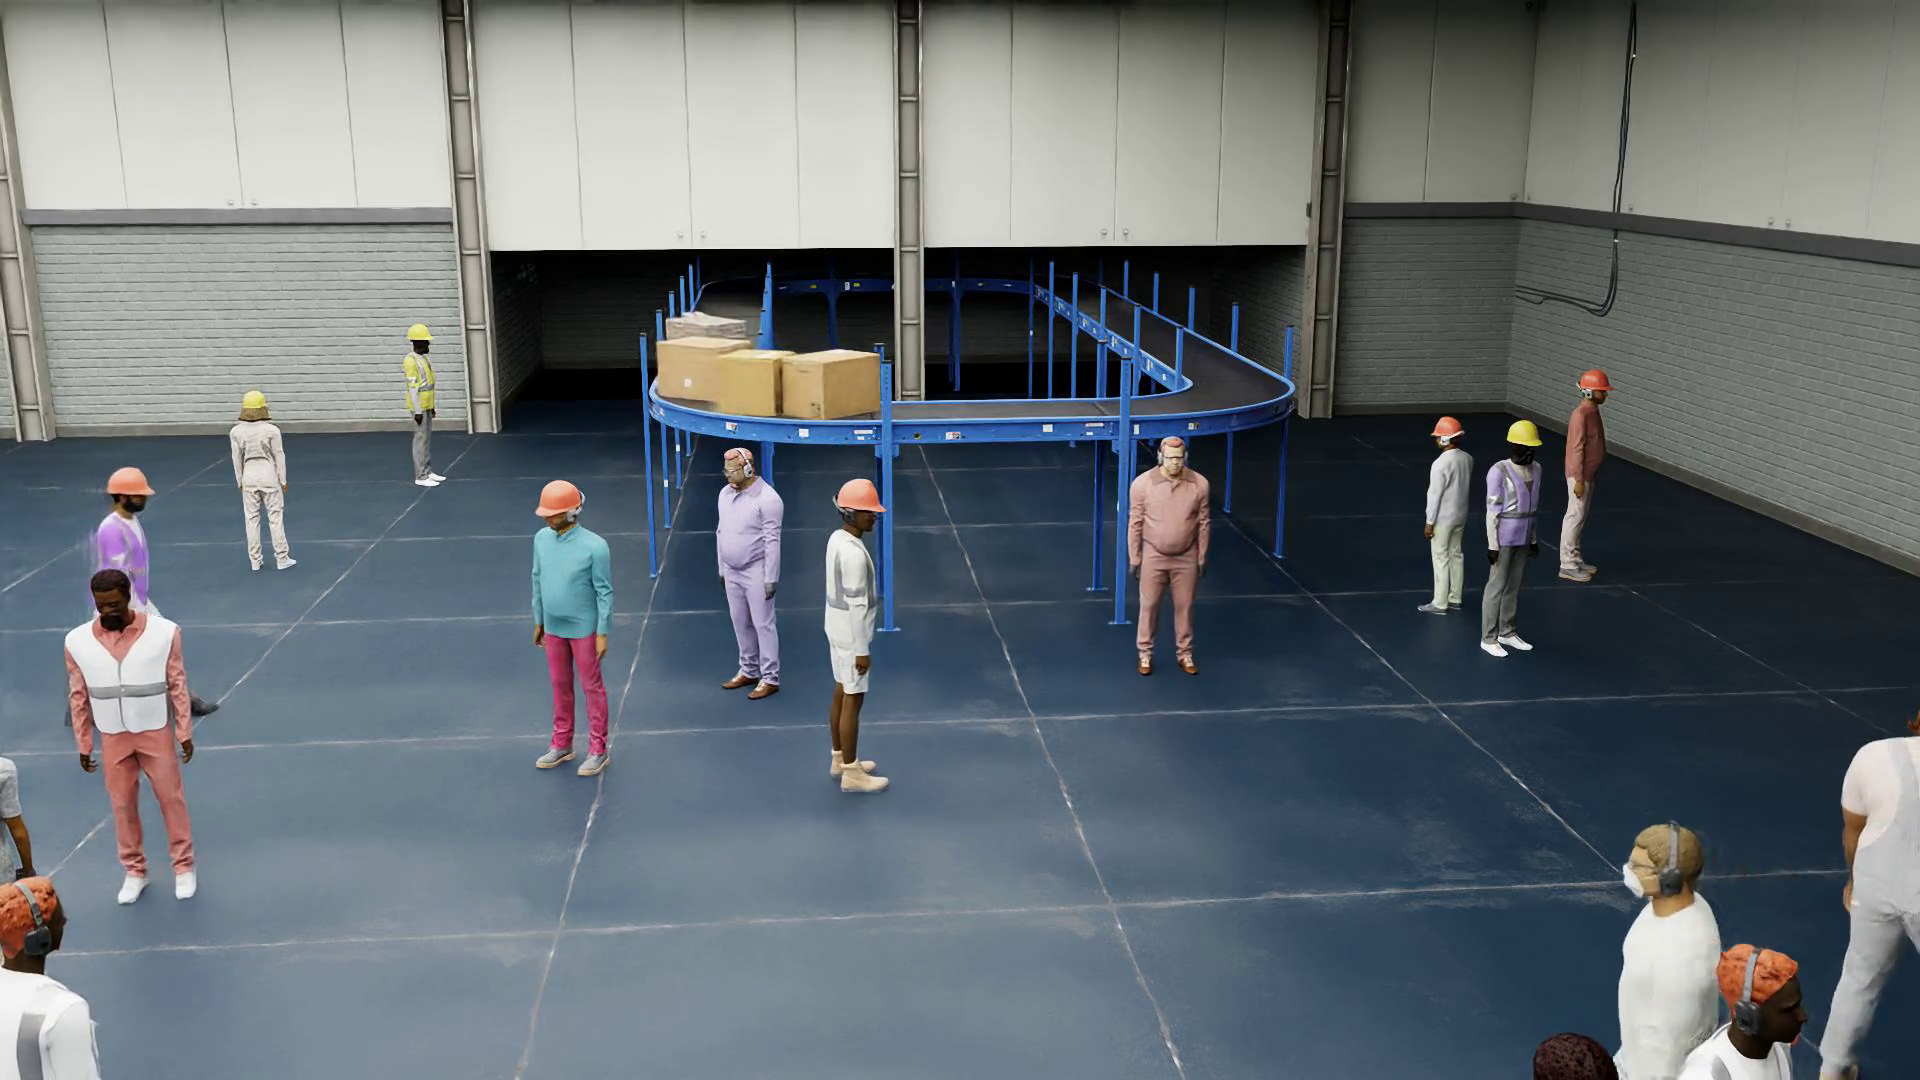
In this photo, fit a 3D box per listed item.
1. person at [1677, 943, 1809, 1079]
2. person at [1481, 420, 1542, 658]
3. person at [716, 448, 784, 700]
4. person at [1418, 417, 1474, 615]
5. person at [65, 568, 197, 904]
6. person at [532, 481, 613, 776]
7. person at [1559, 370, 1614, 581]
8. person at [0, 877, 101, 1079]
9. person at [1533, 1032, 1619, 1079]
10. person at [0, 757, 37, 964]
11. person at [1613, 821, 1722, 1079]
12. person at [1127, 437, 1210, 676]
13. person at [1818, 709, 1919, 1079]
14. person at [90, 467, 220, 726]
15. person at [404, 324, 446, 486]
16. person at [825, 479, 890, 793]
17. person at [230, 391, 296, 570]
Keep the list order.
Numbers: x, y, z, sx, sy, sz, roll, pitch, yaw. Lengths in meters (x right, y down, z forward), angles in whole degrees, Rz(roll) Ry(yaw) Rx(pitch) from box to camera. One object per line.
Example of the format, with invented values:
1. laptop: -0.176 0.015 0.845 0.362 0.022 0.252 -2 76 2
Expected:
1. person: 2.326 2.106 5.047 0.354 1.884 0.576 13 19 42
2. person: 4.484 -0.020 13.466 0.589 1.927 0.368 -10 17 -34
3. person: -1.607 0.238 12.513 0.651 1.894 0.401 12 18 39
4. person: 4.259 -0.219 14.636 0.568 1.743 0.354 -13 19 -41
5. person: -4.554 1.062 9.183 0.600 1.907 0.387 -4 15 -15
6. person: -2.574 0.574 10.969 0.608 1.986 0.391 6 15 24
7. person: 5.912 -0.621 15.733 0.382 1.995 0.612 8 16 30
8. person: -2.992 2.002 5.468 0.575 1.881 0.356 7 15 24
9. person: 1.568 2.208 4.592 0.587 1.911 0.397 -7 16 -27
10. person: -4.354 1.537 7.352 0.515 1.872 0.328 -5 15 -20
11. person: 2.540 1.904 5.818 0.788 1.918 0.633 5 15 19
12. person: 1.619 0.131 12.922 0.639 1.900 0.401 0 14 -1
13. person: 4.156 1.500 7.151 0.535 2.000 0.683 -11 18 -38
14. person: -5.943 0.415 11.849 0.984 1.886 0.550 -1 14 -5
15. person: -6.396 -1.609 19.823 0.370 1.927 0.588 -1 14 -3
16. person: -0.671 0.607 10.729 0.394 2.040 0.609 -4 14 -14
17. person: -6.736 -0.573 16.053 0.487 1.744 0.297 -1 14 -4
